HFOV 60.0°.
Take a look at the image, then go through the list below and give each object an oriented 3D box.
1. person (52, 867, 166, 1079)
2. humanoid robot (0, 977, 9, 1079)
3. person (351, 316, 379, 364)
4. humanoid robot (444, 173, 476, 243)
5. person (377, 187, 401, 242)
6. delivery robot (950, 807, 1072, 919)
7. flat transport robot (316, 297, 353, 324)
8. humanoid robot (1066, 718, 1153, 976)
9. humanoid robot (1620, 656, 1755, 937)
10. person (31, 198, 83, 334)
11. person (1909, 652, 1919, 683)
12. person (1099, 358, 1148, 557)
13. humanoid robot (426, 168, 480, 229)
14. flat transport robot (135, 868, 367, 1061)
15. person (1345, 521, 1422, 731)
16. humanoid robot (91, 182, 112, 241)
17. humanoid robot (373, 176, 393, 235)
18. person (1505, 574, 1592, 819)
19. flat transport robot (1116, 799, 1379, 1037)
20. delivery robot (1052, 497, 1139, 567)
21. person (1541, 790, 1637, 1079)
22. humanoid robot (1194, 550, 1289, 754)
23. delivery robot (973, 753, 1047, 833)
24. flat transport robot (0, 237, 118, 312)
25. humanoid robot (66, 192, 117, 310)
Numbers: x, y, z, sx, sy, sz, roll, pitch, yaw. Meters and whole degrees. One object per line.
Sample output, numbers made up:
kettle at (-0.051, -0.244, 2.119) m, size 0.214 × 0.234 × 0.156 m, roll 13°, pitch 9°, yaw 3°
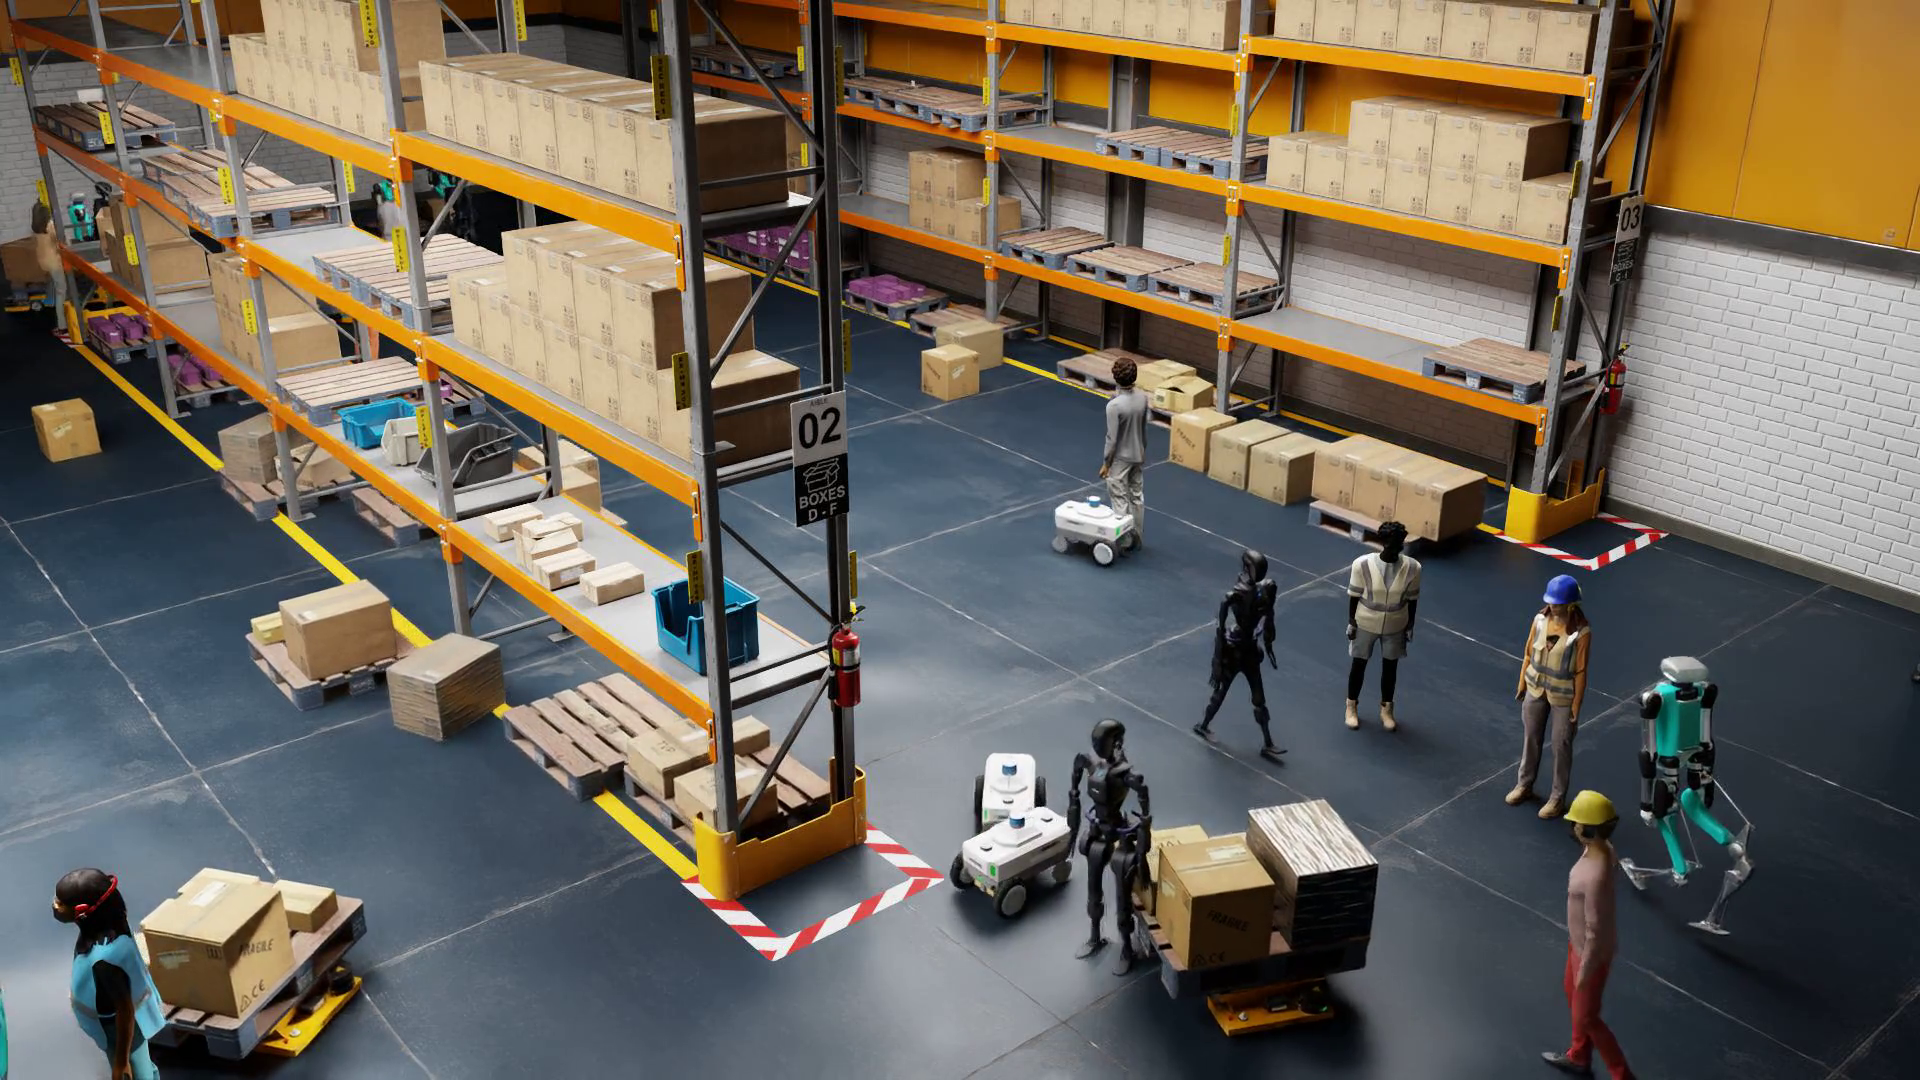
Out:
person at (-4.072, 2.395, 8.084) m, size 0.390 × 1.866 × 0.528 m, roll -13°, pitch 26°, yaw -27°
humanoid robot at (-4.643, 2.686, 7.591) m, size 0.757 × 1.792 × 0.537 m, roll -9°, pitch 25°, yaw -20°
person at (-7.203, -2.753, 20.143) m, size 0.502 × 1.758 × 0.338 m, roll 14°, pitch 27°, yaw 29°
humanoid robot at (-7.399, -4.658, 24.645) m, size 0.611 × 1.648 × 0.315 m, roll 13°, pitch 26°, yaw 27°
person at (-7.710, -3.996, 22.924) m, size 0.705 × 1.842 × 1.009 m, roll 7°, pitch 24°, yaw 15°
delivery robot at (0.337, 2.025, 10.618) m, size 0.791 × 0.614 × 0.499 m, roll -18°, pitch 29°, yaw -36°
flat transport robot at (-8.799, -3.214, 23.085) m, size 1.431 × 0.231 × 0.659 m, roll 4°, pitch 24°, yaw 10°
humanoid robot at (0.882, 1.776, 9.748) m, size 0.608 × 1.657 × 0.307 m, roll 18°, pitch 29°, yaw 35°
humanoid robot at (4.465, 1.636, 10.038) m, size 0.536 × 1.713 × 1.067 m, roll -8°, pitch 25°, yaw -18°
person at (-12.001, -3.687, 22.188) m, size 0.576 × 1.858 × 0.572 m, roll 16°, pitch 28°, yaw 32°
person at (7.809, 0.259, 12.962) m, size 0.547 × 1.926 × 0.379 m, roll 14°, pitch 27°, yaw 30°
person at (1.525, -0.755, 15.339) m, size 0.534 × 1.900 × 0.402 m, roll -17°, pitch 29°, yaw -35°
humanoid robot at (-8.448, -6.018, 27.763) m, size 0.965 × 1.771 × 0.538 m, roll 8°, pitch 25°, yaw 18°
flat transport robot at (-4.278, 2.602, 9.618) m, size 1.431 × 0.231 × 0.659 m, roll 6°, pitch 24°, yaw 14°
person at (3.134, 0.631, 12.389) m, size 0.531 × 1.694 × 0.319 m, roll 2°, pitch 23°, yaw 4°
humanoid robot at (-12.323, -4.325, 23.939) m, size 0.611 × 1.654 × 0.590 m, roll 21°, pitch 31°, yaw 40°
humanoid robot at (-8.060, -4.469, 23.971) m, size 0.533 × 1.677 × 0.735 m, roll -12°, pitch 26°, yaw -25°
person at (4.020, 1.051, 11.318) m, size 0.322 × 1.773 × 0.470 m, roll -19°, pitch 29°, yaw -36°
flat transport robot at (1.647, 2.425, 10.028) m, size 0.659 × 0.231 × 1.431 m, roll -6°, pitch 24°, yaw -13°
delivery robot at (1.263, -0.103, 15.533) m, size 0.803 × 0.603 × 0.499 m, roll 14°, pitch 27°, yaw 30°
person at (3.397, 2.155, 8.808) m, size 0.602 × 1.729 × 0.569 m, roll 8°, pitch 25°, yaw 17°
humanoid robot at (2.061, 0.811, 12.038) m, size 0.584 × 1.618 × 0.785 m, roll -16°, pitch 28°, yaw -32°
delivery robot at (0.332, 1.739, 11.216) m, size 0.499 × 0.563 × 0.738 m, roll 1°, pitch 23°, yaw 3°
flat transport robot at (-12.796, -3.480, 23.701) m, size 1.431 × 0.231 × 0.659 m, roll -10°, pitch 25°, yaw -22°
humanoid robot at (-11.771, -3.908, 22.804) m, size 0.608 × 1.772 × 0.532 m, roll -17°, pitch 29°, yaw -34°
